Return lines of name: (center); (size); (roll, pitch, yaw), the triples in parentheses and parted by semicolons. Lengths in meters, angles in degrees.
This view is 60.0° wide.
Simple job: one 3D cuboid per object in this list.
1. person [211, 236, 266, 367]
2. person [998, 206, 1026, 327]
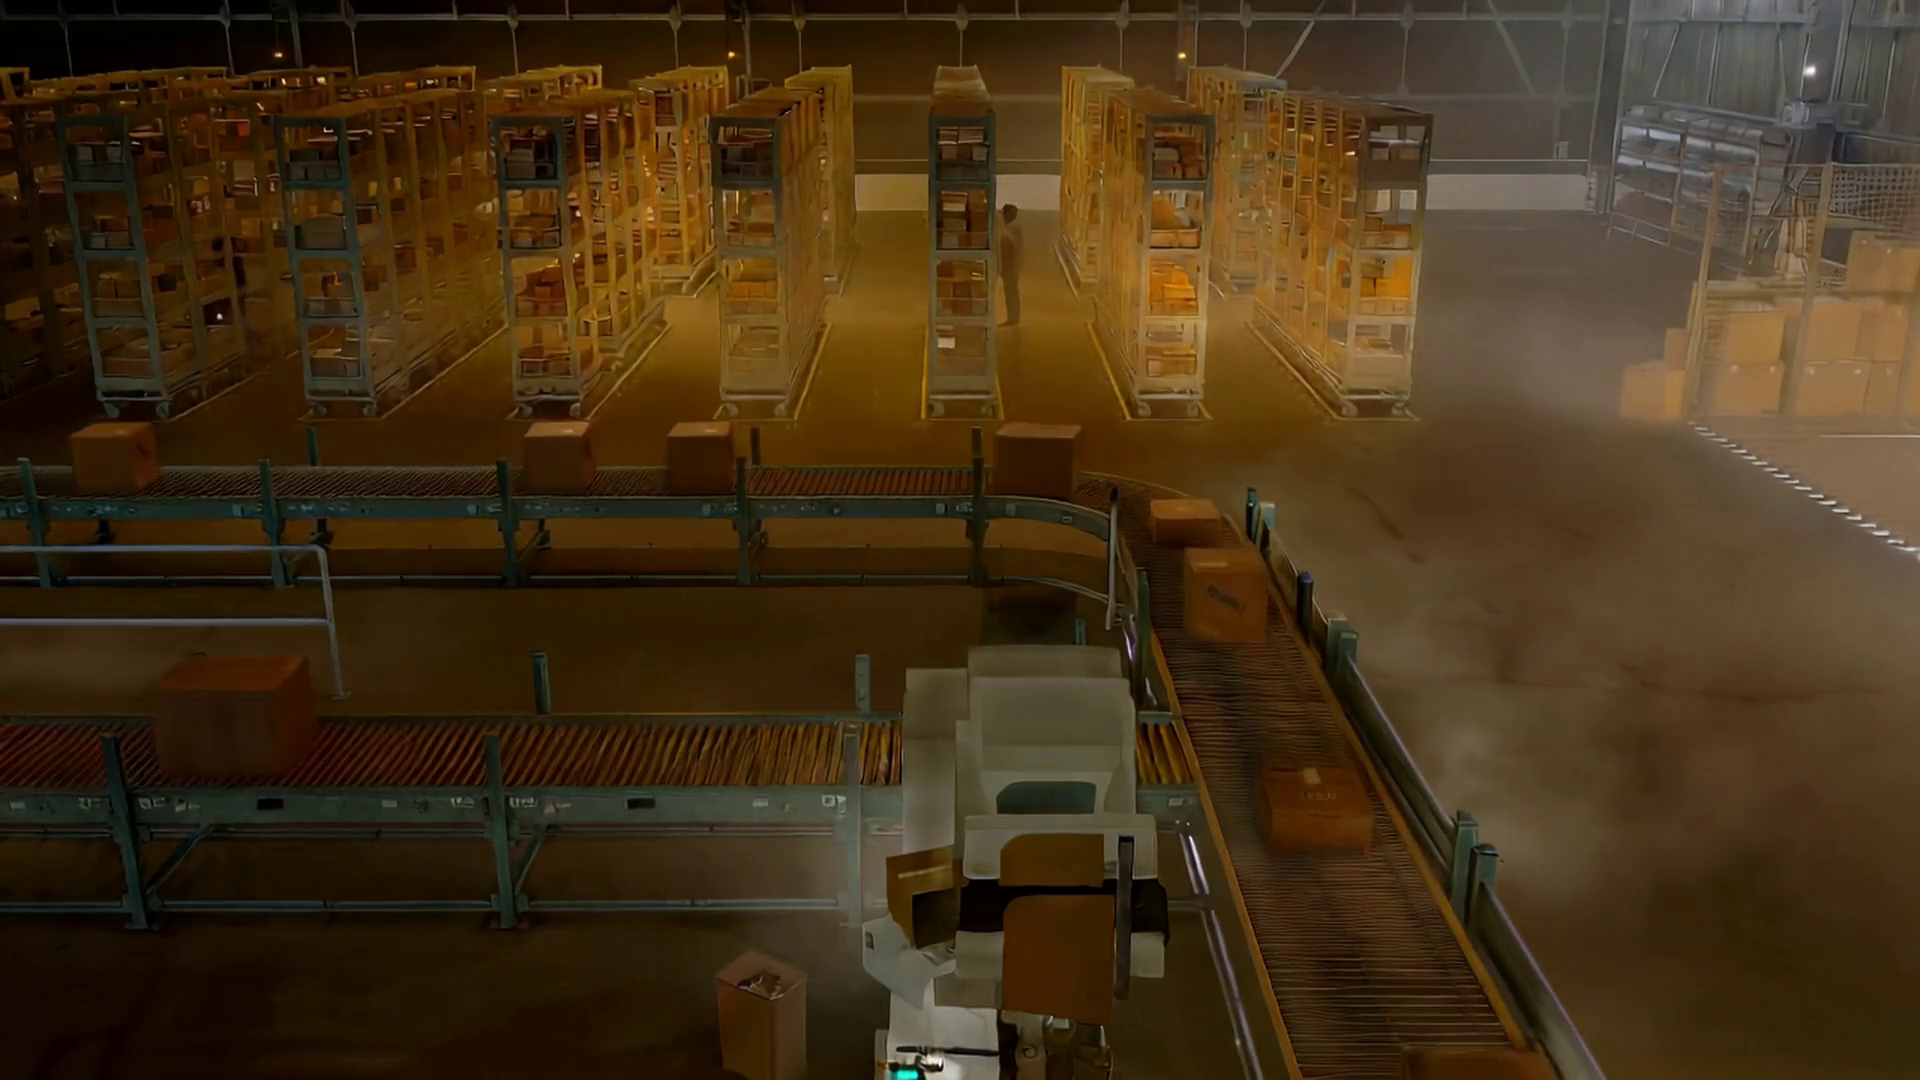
person: (-9.879, -3.238, 22.673); (0.529, 1.812, 0.618); (7, 19, 20)
person: (0.807, -4.216, 25.658); (0.387, 1.839, 0.568); (6, 19, 19)
